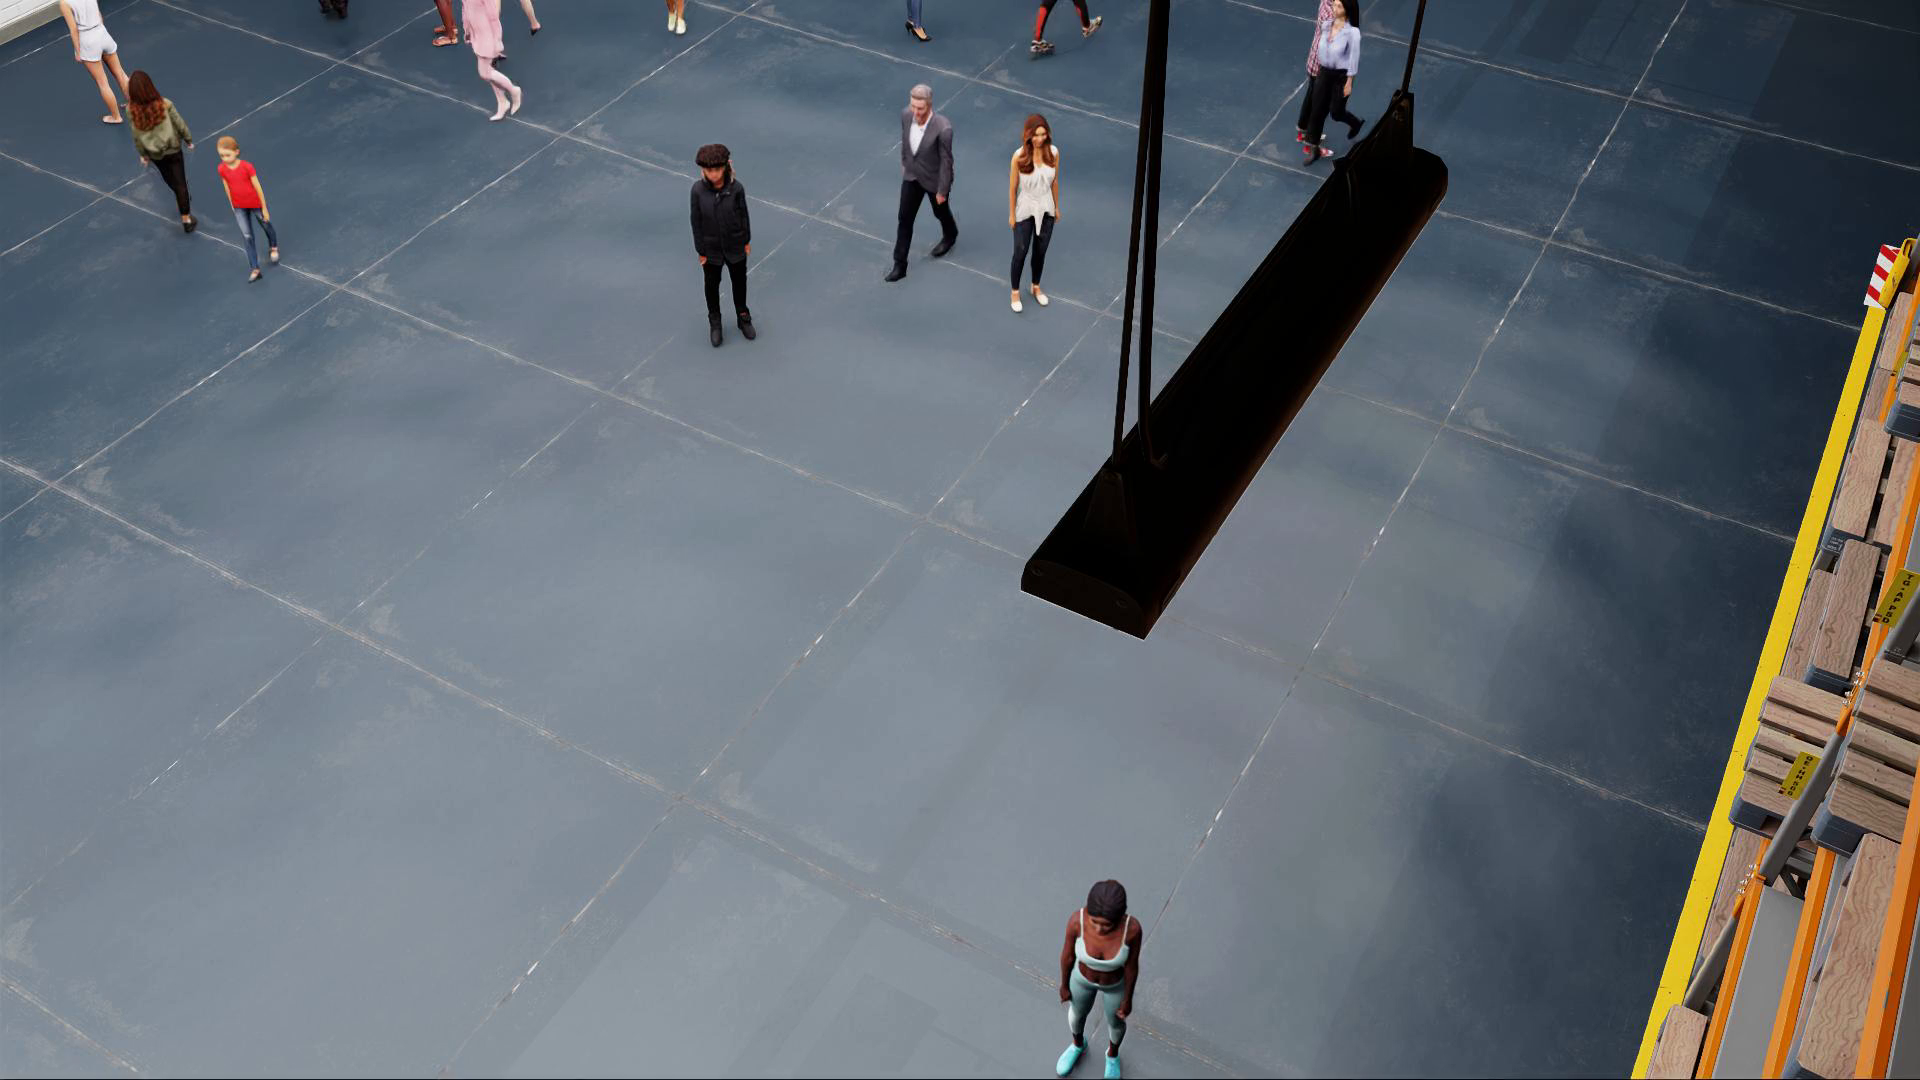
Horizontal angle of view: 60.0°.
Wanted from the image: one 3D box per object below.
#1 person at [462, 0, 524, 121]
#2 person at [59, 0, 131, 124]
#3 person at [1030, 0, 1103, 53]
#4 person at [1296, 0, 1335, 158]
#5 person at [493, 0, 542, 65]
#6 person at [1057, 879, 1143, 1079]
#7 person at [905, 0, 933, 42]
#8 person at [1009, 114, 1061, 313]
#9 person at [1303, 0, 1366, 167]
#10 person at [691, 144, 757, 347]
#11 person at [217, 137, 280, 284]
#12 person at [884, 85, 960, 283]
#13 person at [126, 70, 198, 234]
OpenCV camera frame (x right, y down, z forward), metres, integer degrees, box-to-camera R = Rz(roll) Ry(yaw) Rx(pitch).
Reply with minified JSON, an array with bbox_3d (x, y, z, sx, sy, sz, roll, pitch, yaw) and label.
[{"bbox_3d":[-4.521,-4.920,16.091,0.763,1.789,0.719,-31,52,-29],"label":"person"},{"bbox_3d":[-8.401,-4.840,16.119,0.641,1.636,0.471,17,46,17],"label":"person"},{"bbox_3d":[0.992,-5.865,17.108,1.291,1.756,0.919,-30,51,-28],"label":"person"},{"bbox_3d":[3.439,-4.485,15.656,0.853,1.760,0.733,-5,44,-5],"label":"person"},{"bbox_3d":[-4.740,-5.744,16.970,0.861,1.770,1.231,8,44,8],"label":"person"},{"bbox_3d":[0.725,2.280,8.581,0.615,1.724,0.618,9,44,9],"label":"person"},{"bbox_3d":[-0.444,-6.093,17.319,0.702,1.795,0.642,-10,45,-11],"label":"person"},{"bbox_3d":[0.605,-2.725,13.791,0.665,1.784,0.743,-14,45,-14],"label":"person"},{"bbox_3d":[3.552,-4.319,15.506,1.015,1.727,0.844,-29,51,-27],"label":"person"},{"bbox_3d":[-1.924,-2.414,13.469,0.717,1.779,0.779,-11,45,-12],"label":"person"},{"bbox_3d":[-6.114,-2.928,14.366,0.795,1.285,0.925,-4,44,-5],"label":"person"},{"bbox_3d":[-0.239,-3.113,14.205,0.778,1.776,1.183,25,49,24],"label":"person"},{"bbox_3d":[-7.069,-3.415,14.766,0.960,1.438,1.040,-9,44,-9],"label":"person"}]
